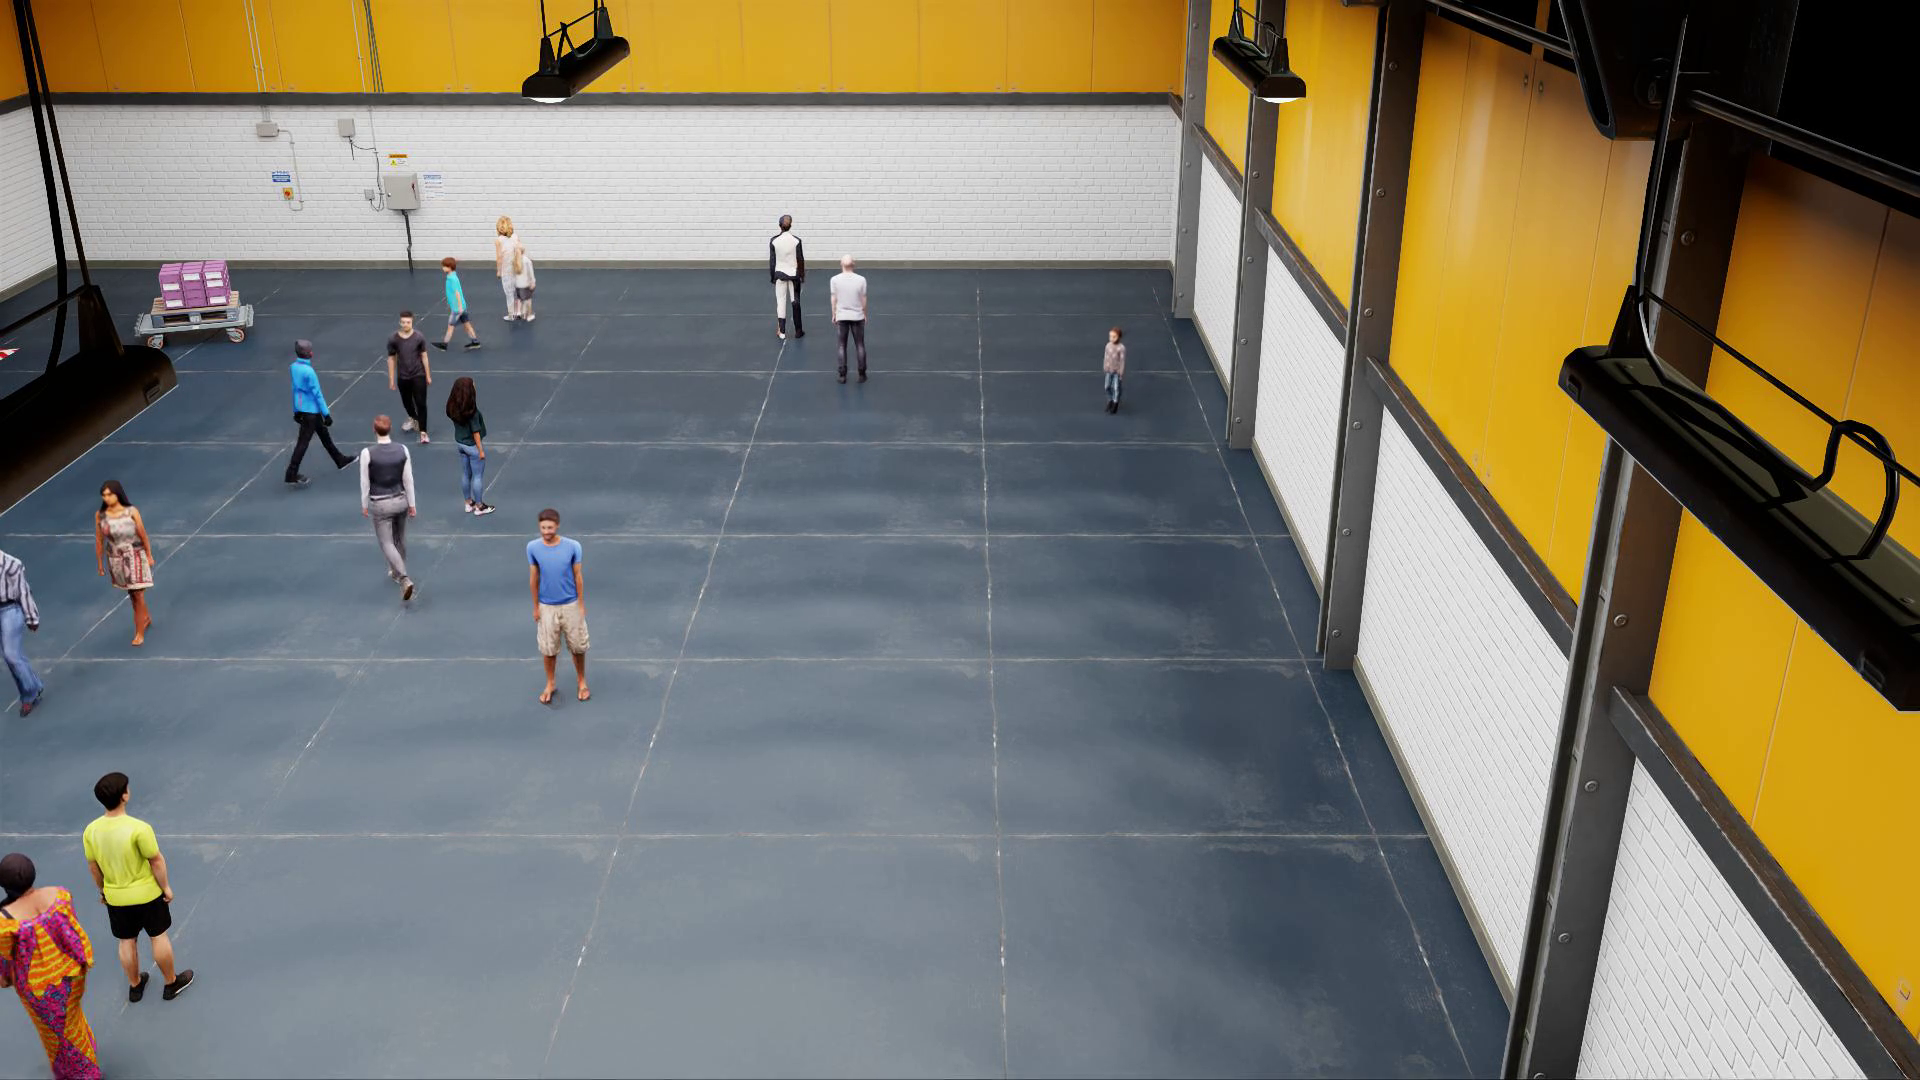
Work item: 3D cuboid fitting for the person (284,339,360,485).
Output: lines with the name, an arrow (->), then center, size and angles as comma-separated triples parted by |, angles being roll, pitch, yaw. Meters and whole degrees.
person -> -7.844, -1.476, 19.816 | 1.171, 1.735, 1.246 | 21, 31, 39

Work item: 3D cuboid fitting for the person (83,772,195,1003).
person -> -5.544, 2.330, 11.144 | 0.629, 1.708, 0.510 | -1, 24, -2

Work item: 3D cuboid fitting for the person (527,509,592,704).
person -> -3.613, 0.565, 14.987 | 0.676, 1.863, 0.588 | -3, 24, -7

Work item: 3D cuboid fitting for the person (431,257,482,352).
person -> -7.447, -3.518, 24.887 | 0.774, 1.415, 0.933 | -7, 25, -17

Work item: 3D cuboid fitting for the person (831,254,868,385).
person -> -1.560, -3.123, 23.465 | 0.647, 1.831, 0.574 | -1, 24, -2

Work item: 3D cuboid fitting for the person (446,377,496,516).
person -> -5.617, -1.083, 19.067 | 0.704, 1.616, 0.754 | 17, 29, 34

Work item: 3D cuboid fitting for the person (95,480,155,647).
person -> -8.091, 0.156, 16.226 | 0.686, 1.621, 0.942 | -2, 24, -4

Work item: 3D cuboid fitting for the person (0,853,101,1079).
person -> -5.658, 2.704, 10.356 | 0.858, 1.654, 0.819 | 12, 26, 26

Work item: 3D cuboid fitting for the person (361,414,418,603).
person -> -5.793, -0.318, 16.950 | 1.105, 1.908, 1.271 | -16, 28, -33

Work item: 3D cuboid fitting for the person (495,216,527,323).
person -> -7.141, -4.316, 26.395 | 0.683, 1.670, 0.739 | -21, 31, -39

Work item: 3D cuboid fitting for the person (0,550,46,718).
person -> -8.454, 0.677, 14.838 | 0.680, 1.778, 0.719 | 3, 24, 8

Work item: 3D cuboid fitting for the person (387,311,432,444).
person -> -7.027, -2.104, 21.272 | 0.799, 1.719, 1.087 | -3, 24, -7

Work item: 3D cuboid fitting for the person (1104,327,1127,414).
person -> 2.109, -2.298, 22.380 | 0.568, 1.188, 0.601 | 16, 28, 32

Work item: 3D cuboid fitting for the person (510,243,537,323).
person -> -6.929, -4.058, 26.309 | 0.567, 1.267, 0.647 | 4, 24, 9

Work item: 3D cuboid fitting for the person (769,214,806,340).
person -> -2.648, -4.039, 25.484 | 0.701, 1.891, 0.591 | -2, 24, -4
